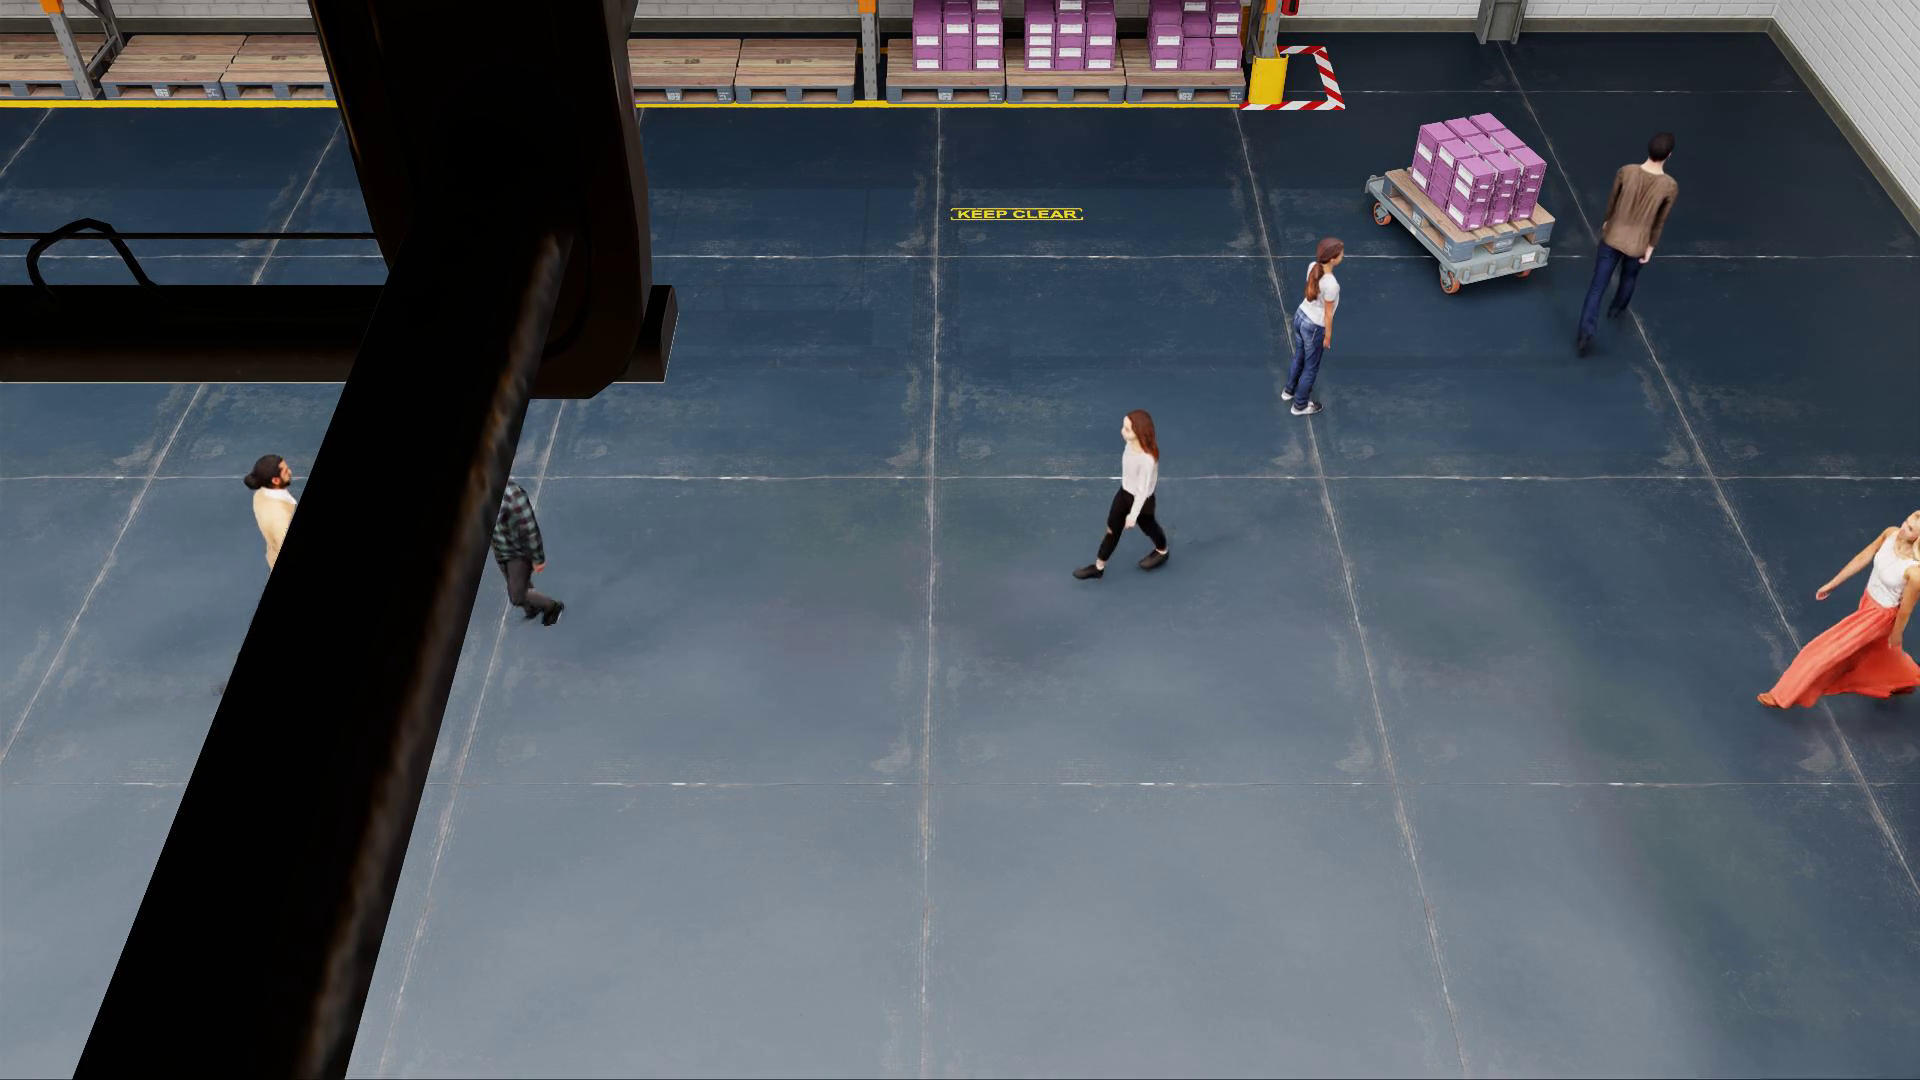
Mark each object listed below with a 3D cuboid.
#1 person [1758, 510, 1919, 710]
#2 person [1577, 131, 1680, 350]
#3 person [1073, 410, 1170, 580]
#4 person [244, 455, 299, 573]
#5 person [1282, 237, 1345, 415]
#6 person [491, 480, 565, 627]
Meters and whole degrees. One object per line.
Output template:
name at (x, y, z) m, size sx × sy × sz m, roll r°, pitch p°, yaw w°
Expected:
person at (5.871, 0.475, 10.494) m, size 1.266 × 1.756 × 0.684 m, roll 3°, pitch 44°, yaw 4°
person at (5.343, -2.375, 13.421) m, size 1.174 × 1.845 × 1.051 m, roll 20°, pitch 47°, yaw 20°
person at (1.292, -0.301, 11.534) m, size 1.052 × 1.444 × 0.810 m, roll -16°, pitch 46°, yaw -16°
person at (-4.378, 0.213, 10.784) m, size 0.786 × 1.736 × 0.779 m, roll -20°, pitch 47°, yaw -20°
person at (2.743, -1.681, 12.899) m, size 0.614 × 1.561 × 0.591 m, roll -14°, pitch 45°, yaw -14°
person at (-2.968, -0.009, 11.207) m, size 0.797 × 1.702 × 0.842 m, roll 31°, pitch 52°, yaw 29°
